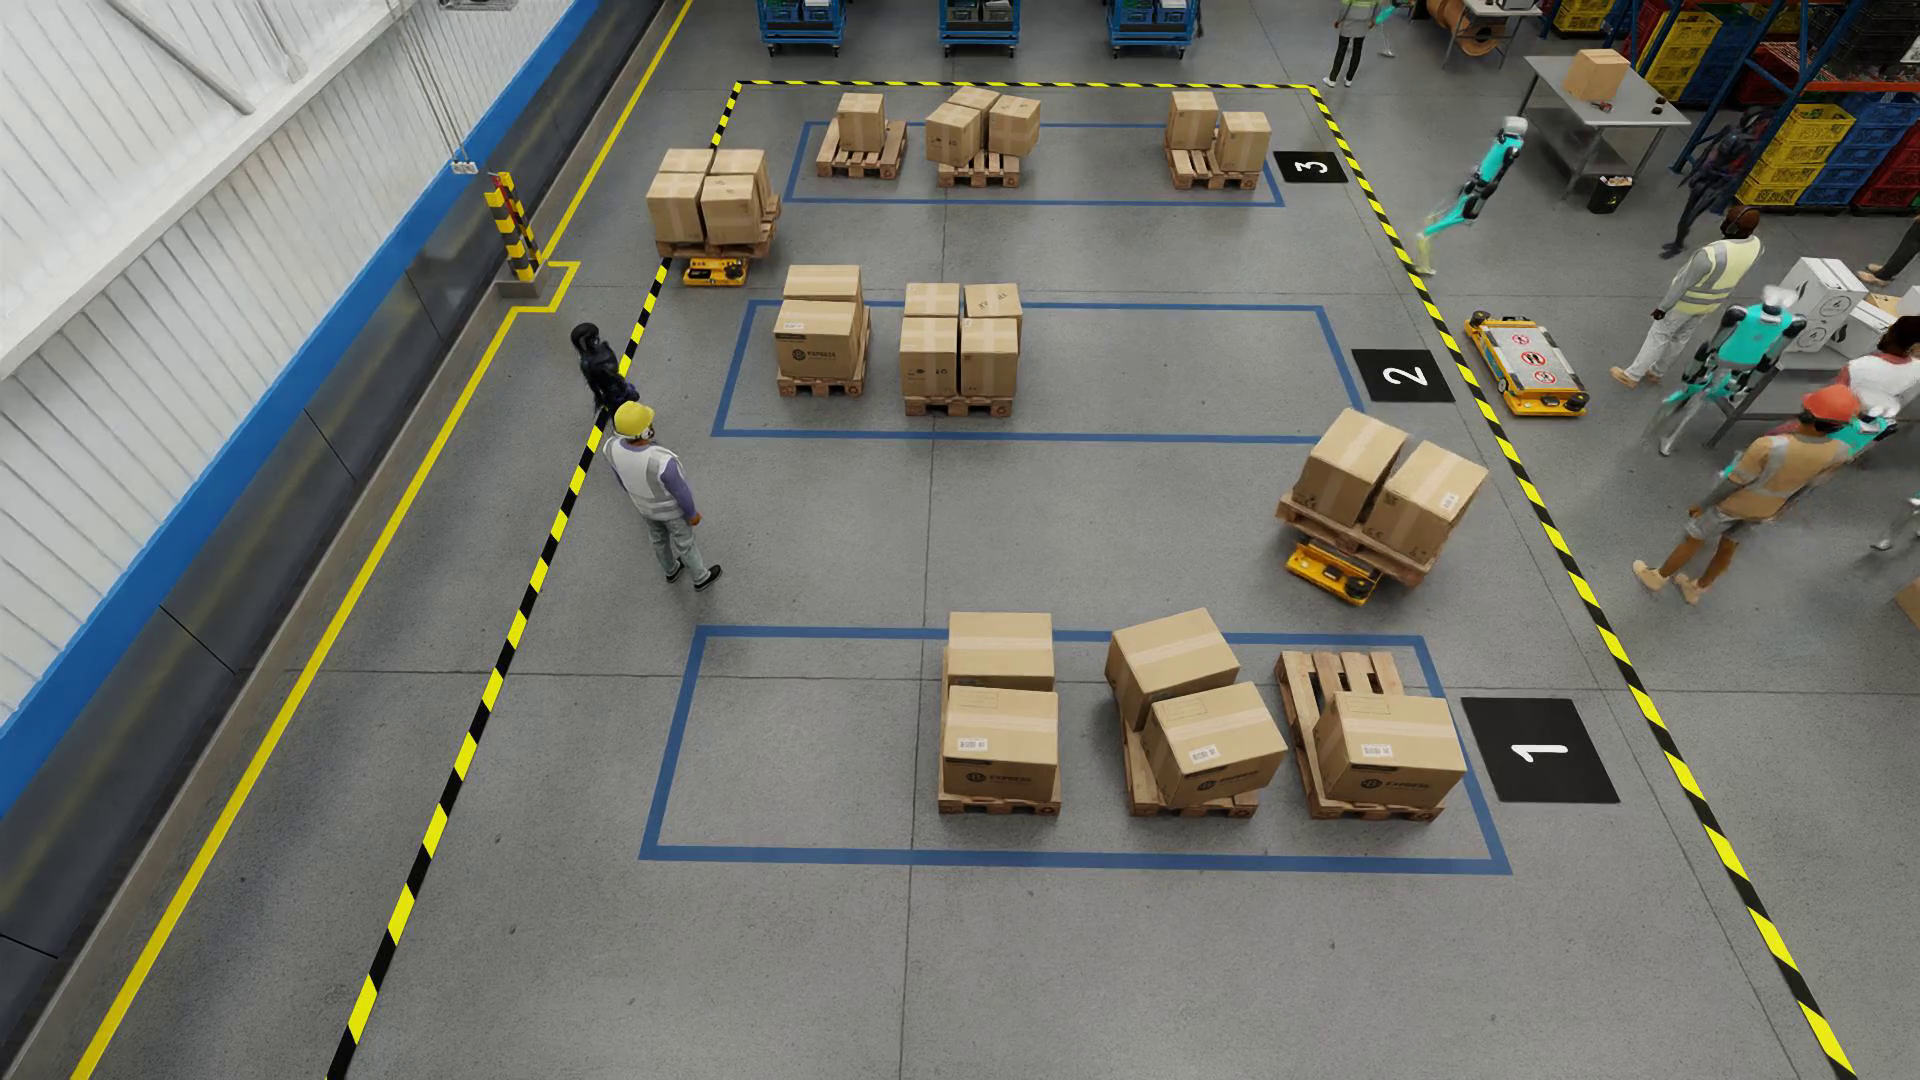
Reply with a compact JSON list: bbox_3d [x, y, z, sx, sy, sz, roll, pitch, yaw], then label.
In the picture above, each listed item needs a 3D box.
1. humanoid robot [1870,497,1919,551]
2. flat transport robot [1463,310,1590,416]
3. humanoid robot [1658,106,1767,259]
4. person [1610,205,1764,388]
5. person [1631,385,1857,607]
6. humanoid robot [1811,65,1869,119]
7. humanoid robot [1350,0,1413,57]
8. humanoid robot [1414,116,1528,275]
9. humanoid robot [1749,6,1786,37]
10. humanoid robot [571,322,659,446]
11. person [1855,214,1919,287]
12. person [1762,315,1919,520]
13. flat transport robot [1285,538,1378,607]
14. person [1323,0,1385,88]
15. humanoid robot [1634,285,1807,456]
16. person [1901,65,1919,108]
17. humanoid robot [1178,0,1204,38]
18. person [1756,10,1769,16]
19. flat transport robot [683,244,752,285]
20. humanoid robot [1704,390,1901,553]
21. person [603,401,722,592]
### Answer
[{"bbox_3d":[7.765,-0.454,6.979,1.047,1.759,0.556,-18,51,-15],"label":"humanoid robot"},{"bbox_3d":[5.573,-1.757,9.054,0.659,0.231,1.431,1,49,1],"label":"flat transport robot"},{"bbox_3d":[8.164,-3.889,9.969,0.455,1.642,0.588,-10,50,-8],"label":"humanoid robot"},{"bbox_3d":[6.674,-2.182,8.391,0.629,1.835,0.429,-11,50,-9],"label":"person"},{"bbox_3d":[5.657,-0.269,6.626,0.614,2.034,0.702,2,49,2],"label":"person"},{"bbox_3d":[10.817,-5.543,11.413,0.721,1.629,0.584,18,51,15],"label":"humanoid robot"},{"bbox_3d":[6.391,-8.064,13.586,0.573,1.847,0.892,-36,58,-27],"label":"humanoid robot"},{"bbox_3d":[5.199,-3.534,9.670,0.766,1.845,0.539,9,50,8],"label":"humanoid robot"},{"bbox_3d":[12.340,-8.273,13.753,0.599,1.655,0.315,10,50,9],"label":"humanoid robot"},{"bbox_3d":[-2.793,-1.165,7.613,0.620,1.647,0.453,36,58,27],"label":"humanoid robot"},{"bbox_3d":[10.190,-3.498,9.523,0.502,1.842,0.341,-25,54,-20],"label":"person"},{"bbox_3d":[6.896,-0.999,7.321,0.615,1.899,0.637,1,49,1],"label":"person"},{"bbox_3d":[3.328,-0.100,7.601,0.652,0.197,1.431,31,56,24],"label":"flat transport robot"},{"bbox_3d":[5.561,-7.328,12.829,0.589,1.852,0.378,0,49,0],"label":"person"},{"bbox_3d":[6.437,-1.439,7.851,0.554,1.866,0.659,18,51,15],"label":"humanoid robot"},{"bbox_3d":[12.095,-5.837,11.414,0.367,2.044,0.607,2,49,1],"label":"person"},{"bbox_3d":[3.594,-8.603,14.056,0.604,1.641,0.398,-23,53,-18],"label":"humanoid robot"},{"bbox_3d":[12.880,-8.760,14.078,0.590,1.841,0.502,-27,54,-22],"label":"person"},{"bbox_3d":[-2.692,-3.391,10.450,0.652,0.197,1.431,1,49,1],"label":"flat transport robot"},{"bbox_3d":[6.257,-0.565,7.078,0.555,1.812,0.759,0,49,0],"label":"humanoid robot"},{"bbox_3d":[-2.184,-0.296,6.752,0.589,1.837,0.404,18,51,15],"label":"person"}]
